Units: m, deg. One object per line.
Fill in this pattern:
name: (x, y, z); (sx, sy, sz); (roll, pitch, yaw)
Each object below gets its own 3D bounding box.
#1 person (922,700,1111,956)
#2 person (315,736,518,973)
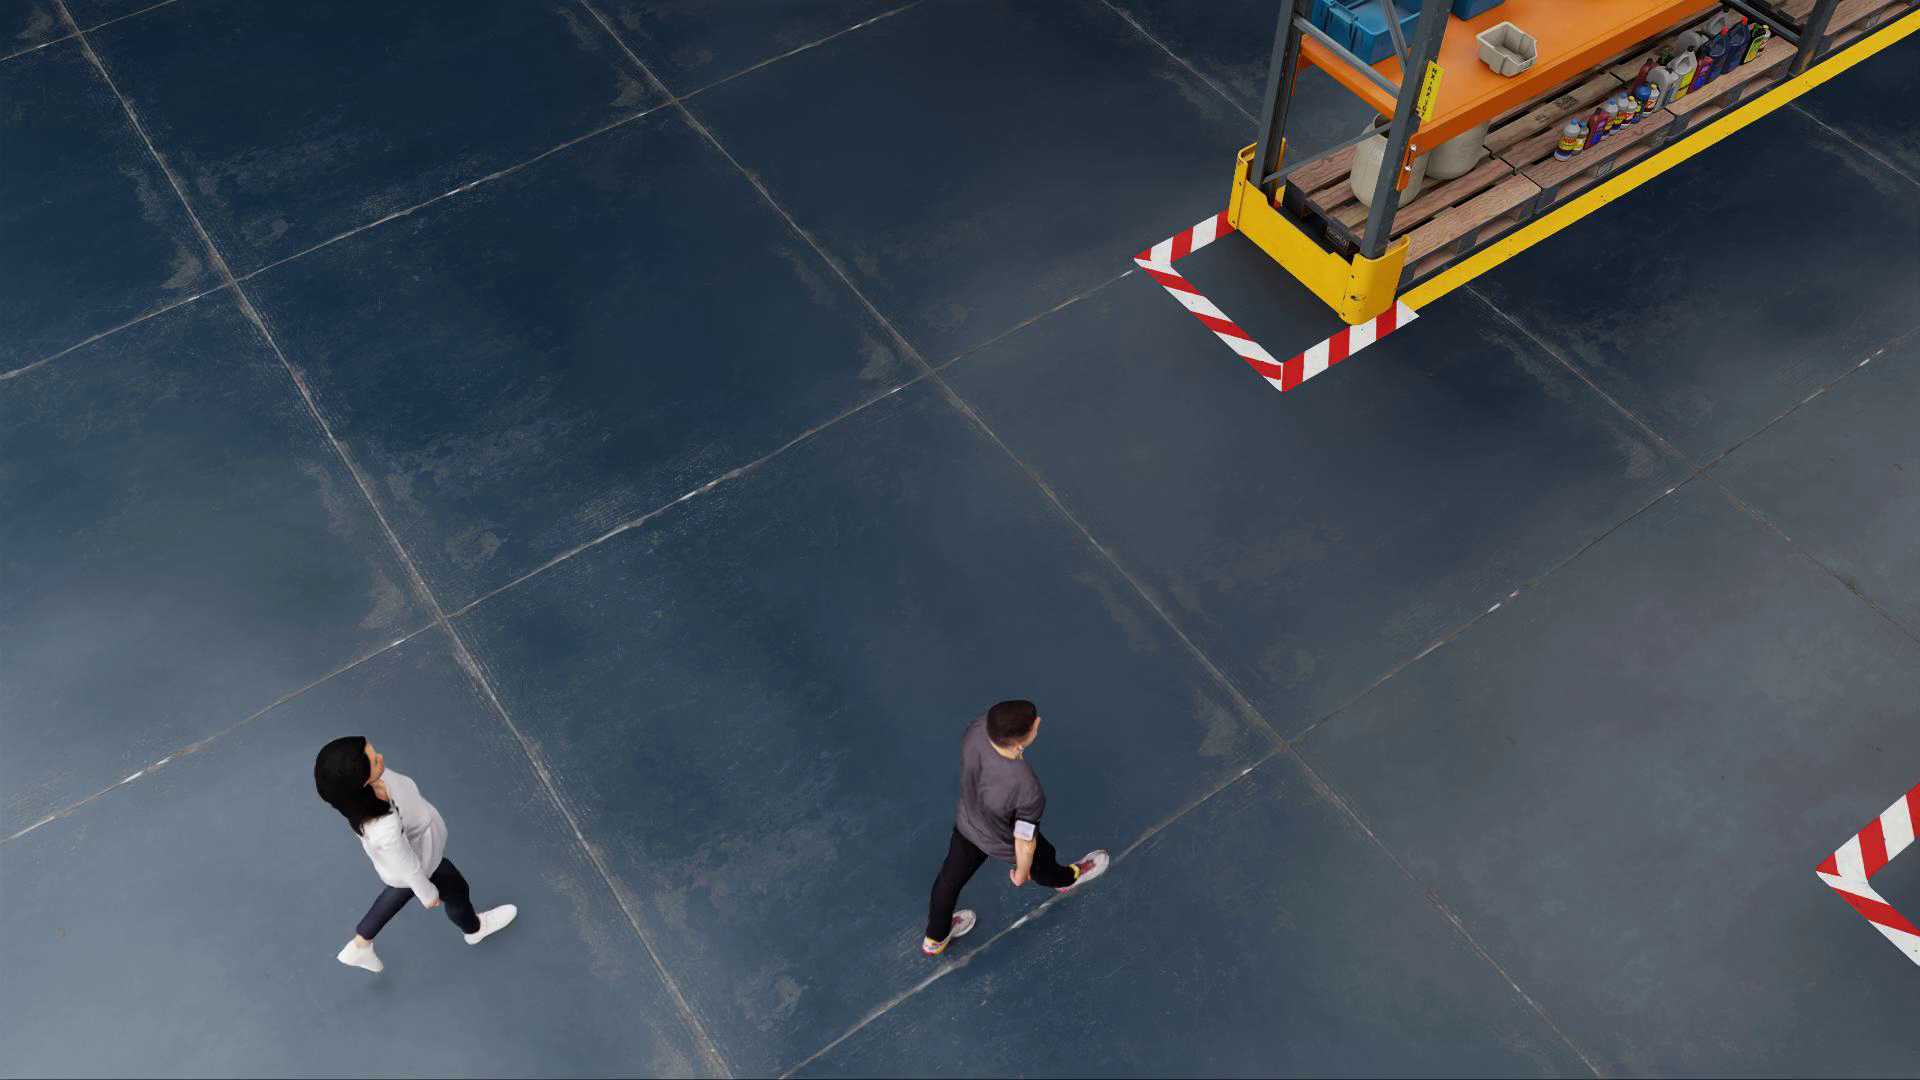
person: (0.080, 1.196, 6.717); (1.113, 1.713, 0.650); (-29, 58, -20)
person: (-2.285, 1.300, 6.657); (0.927, 1.682, 0.605); (-29, 58, -20)
